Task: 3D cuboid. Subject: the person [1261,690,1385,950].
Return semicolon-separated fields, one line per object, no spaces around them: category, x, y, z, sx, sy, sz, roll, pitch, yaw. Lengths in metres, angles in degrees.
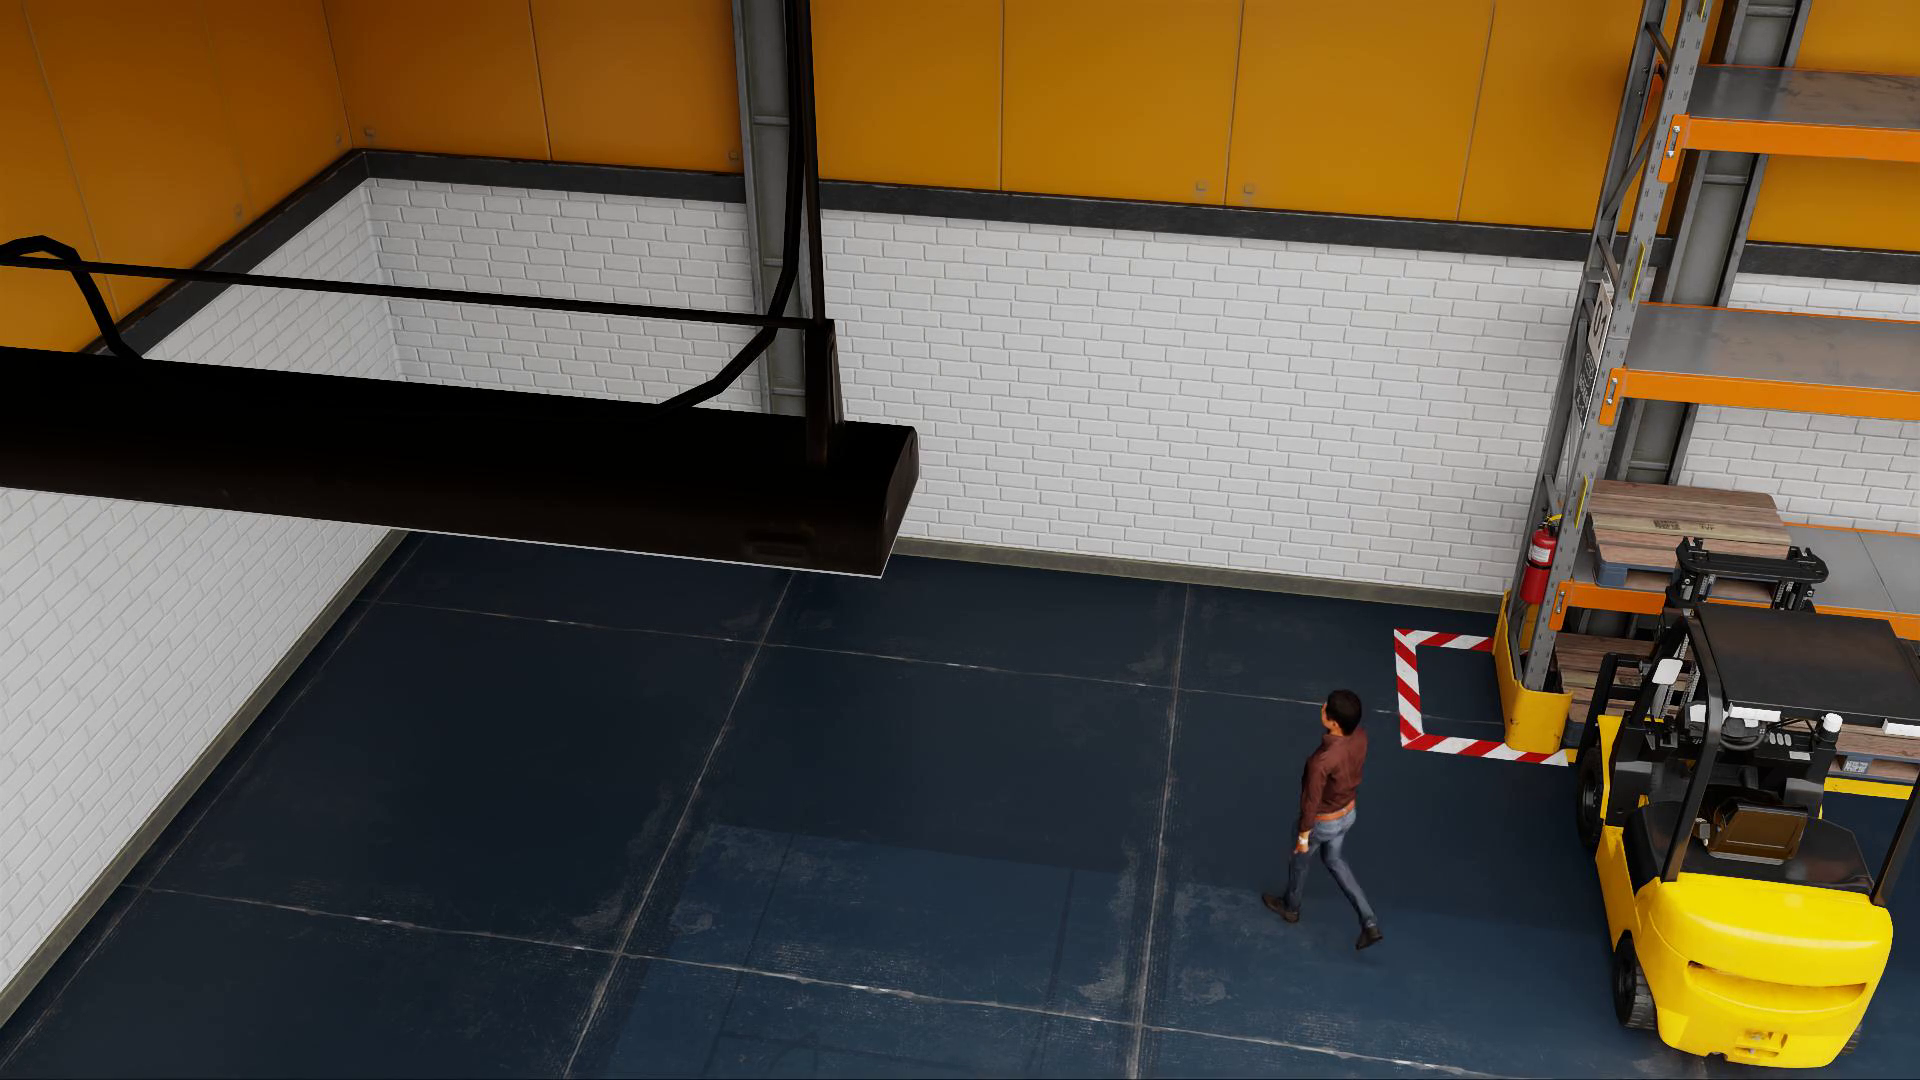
person;2.098;1.573;9.216;1.029;1.761;1.126;-26;42;-34
